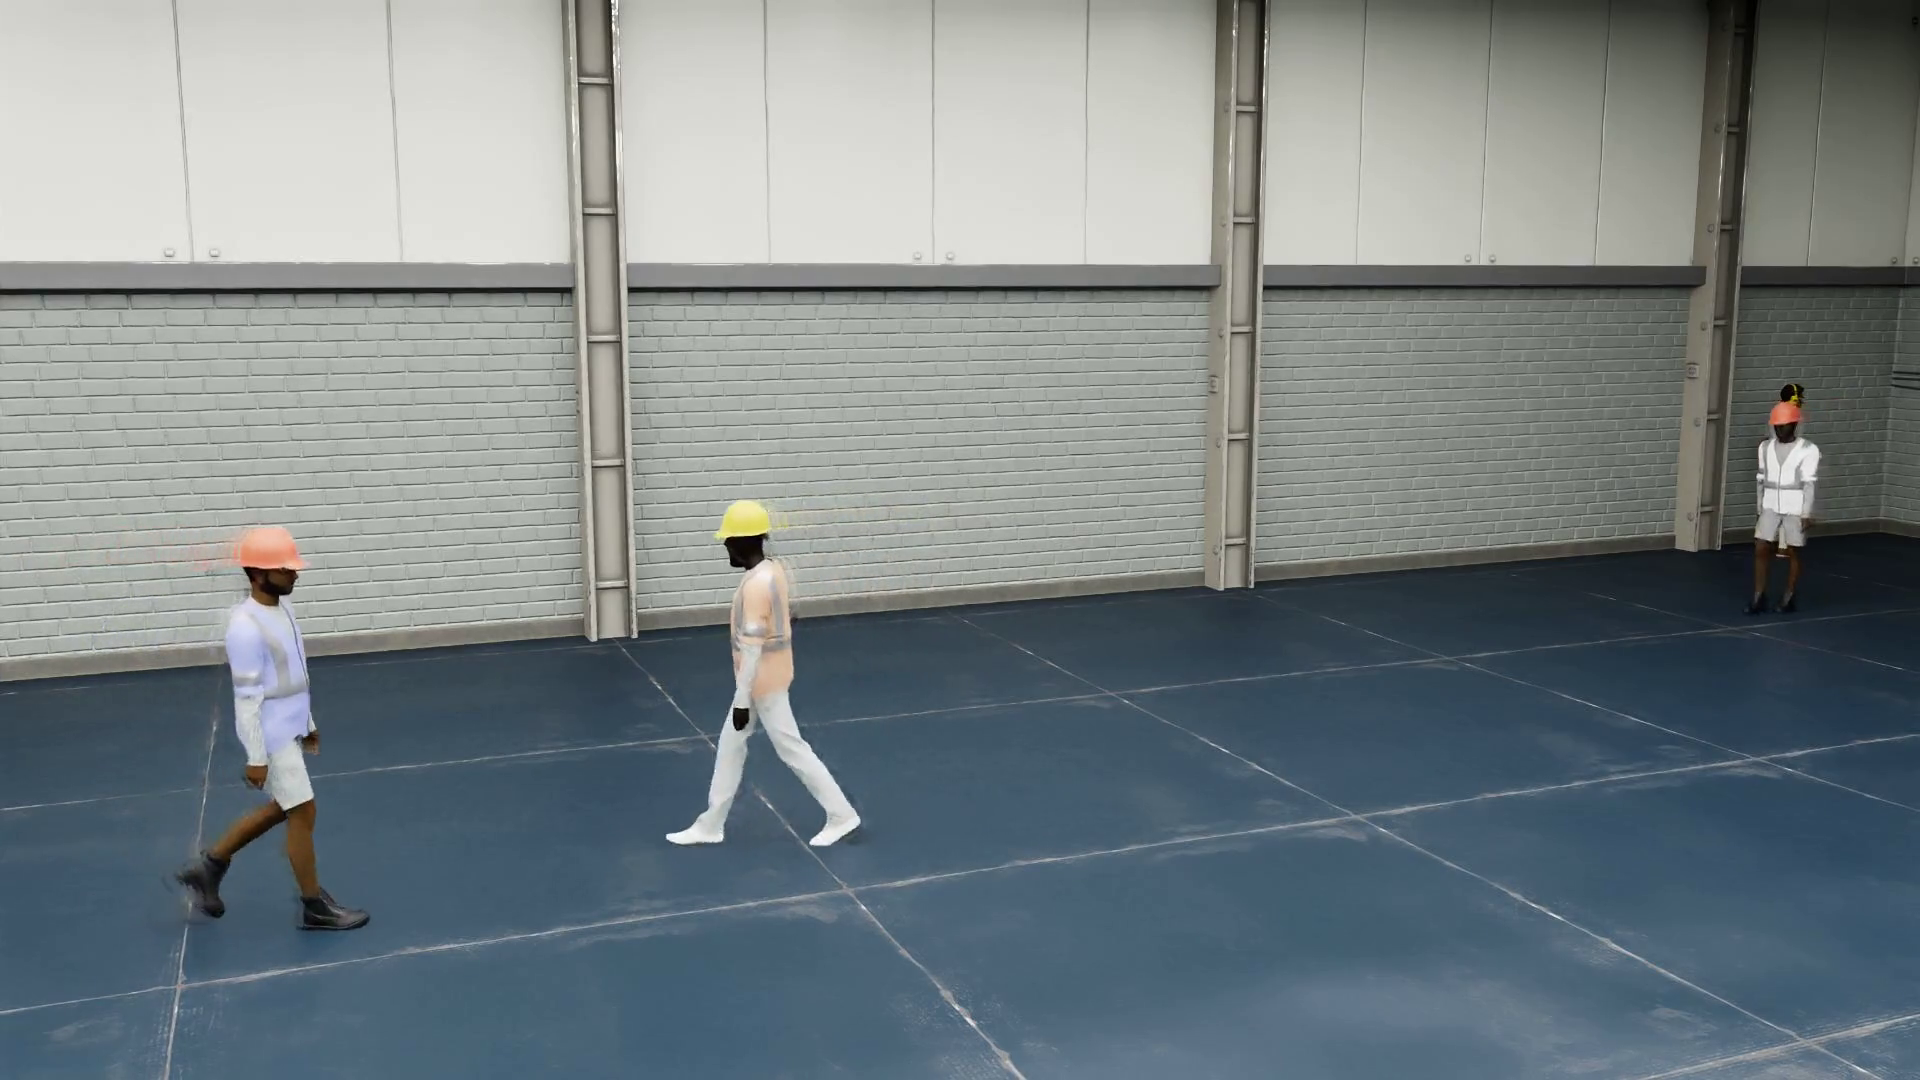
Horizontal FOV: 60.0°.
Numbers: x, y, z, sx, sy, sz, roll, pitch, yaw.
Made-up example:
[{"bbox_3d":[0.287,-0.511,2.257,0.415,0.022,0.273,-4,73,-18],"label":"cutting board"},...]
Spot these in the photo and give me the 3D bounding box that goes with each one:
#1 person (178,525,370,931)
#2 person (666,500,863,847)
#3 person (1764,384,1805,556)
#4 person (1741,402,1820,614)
[{"bbox_3d":[-3.196,0.874,7.618,0.808,1.917,0.549,-1,9,-8],"label":"person"},{"bbox_3d":[-1.008,0.721,8.740,1.029,1.879,0.599,-1,9,-5],"label":"person"},{"bbox_3d":[8.921,-0.755,18.007,0.310,1.865,0.535,-4,10,-22],"label":"person"},{"bbox_3d":[7.289,-0.265,14.776,0.782,1.904,0.568,-8,12,-41],"label":"person"}]
